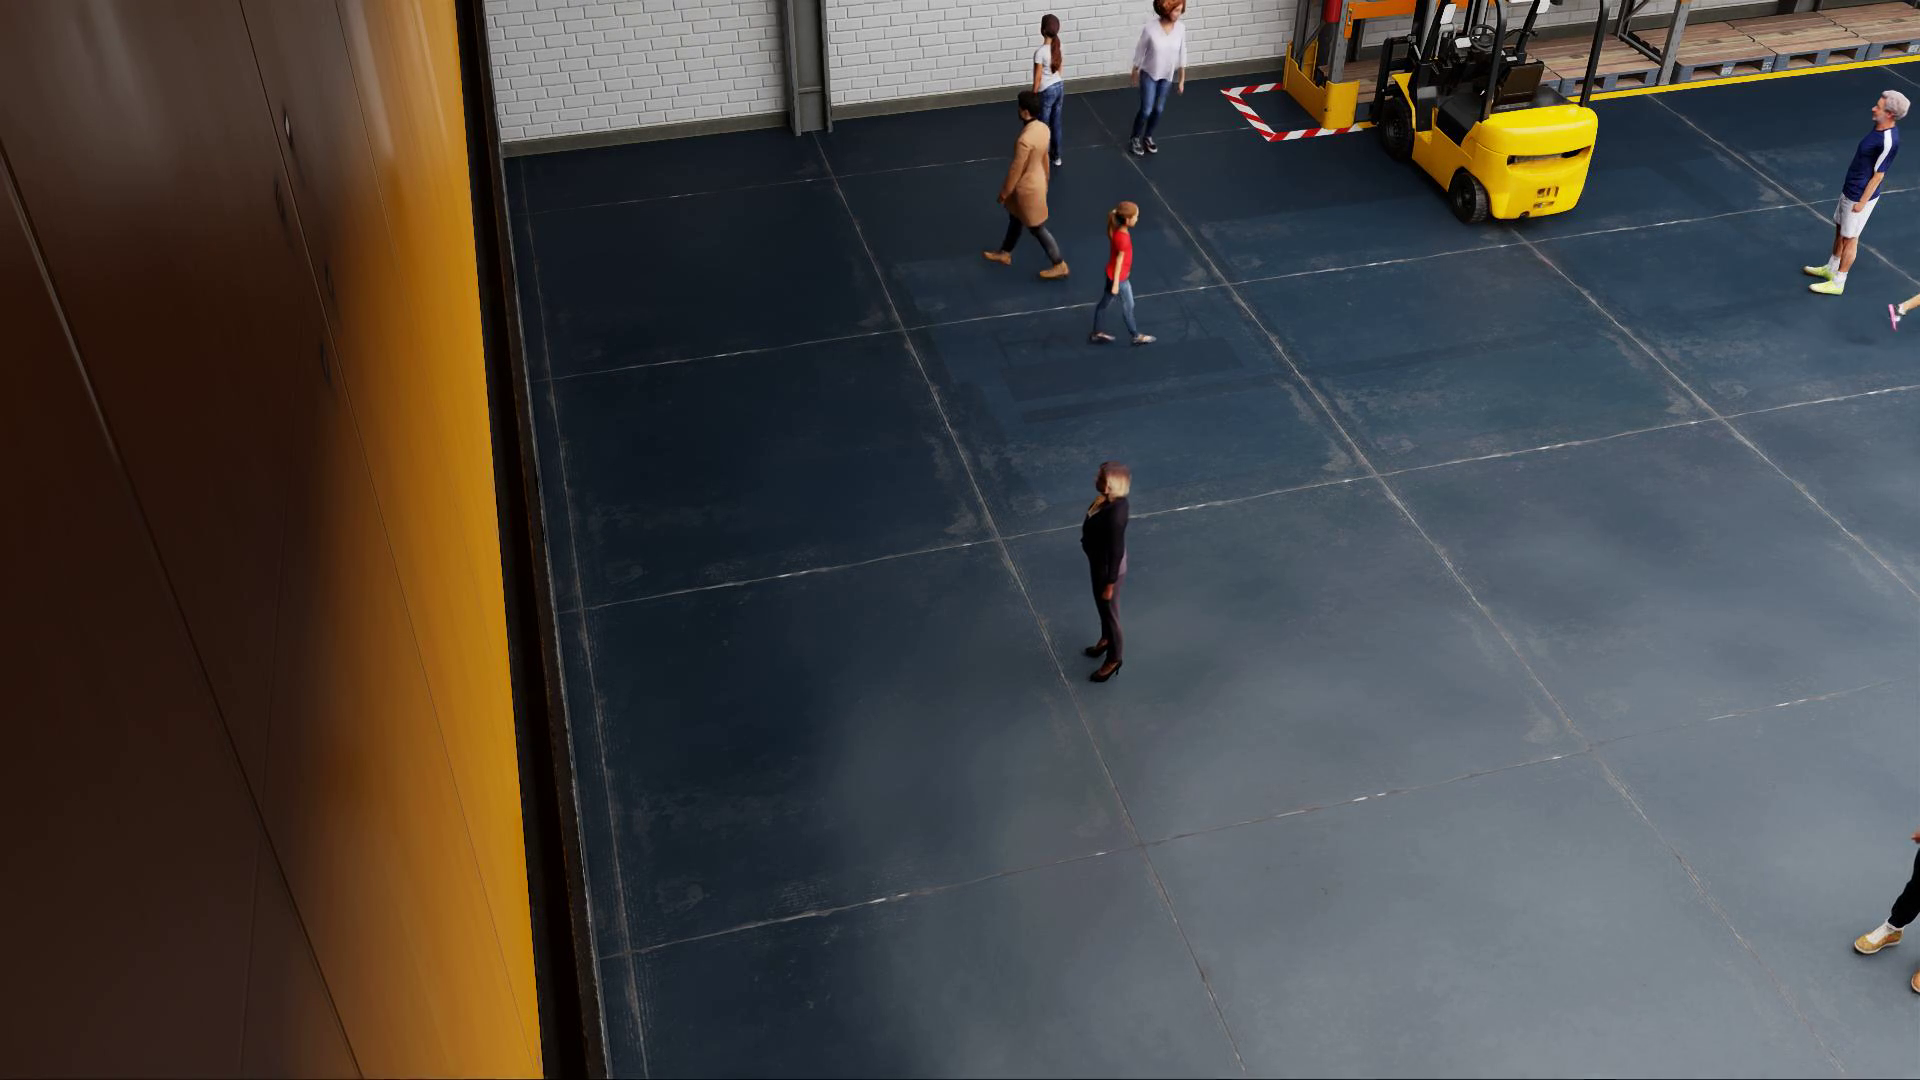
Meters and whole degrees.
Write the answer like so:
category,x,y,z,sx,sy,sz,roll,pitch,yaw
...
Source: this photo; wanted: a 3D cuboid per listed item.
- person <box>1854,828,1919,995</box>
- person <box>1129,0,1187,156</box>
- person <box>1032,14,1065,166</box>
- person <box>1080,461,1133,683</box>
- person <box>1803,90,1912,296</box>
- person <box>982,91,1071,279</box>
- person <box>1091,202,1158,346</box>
category,x,y,z,sx,sy,sz,roll,pitch,yaw
person,5.219,1.572,8.581,0.691,1.897,0.714,-24,45,-27
person,1.922,-4.663,16.558,0.616,1.685,0.712,-1,39,-2
person,0.869,-4.406,16.335,0.587,1.563,0.679,-30,47,-32
person,0.944,0.191,10.492,0.616,1.670,0.655,0,39,0
person,7.781,-3.009,14.363,0.725,1.839,0.722,9,39,11
person,0.683,-3.048,14.533,1.187,1.689,1.029,13,40,15
person,1.233,-2.190,13.776,0.812,1.293,0.598,-1,39,-1
